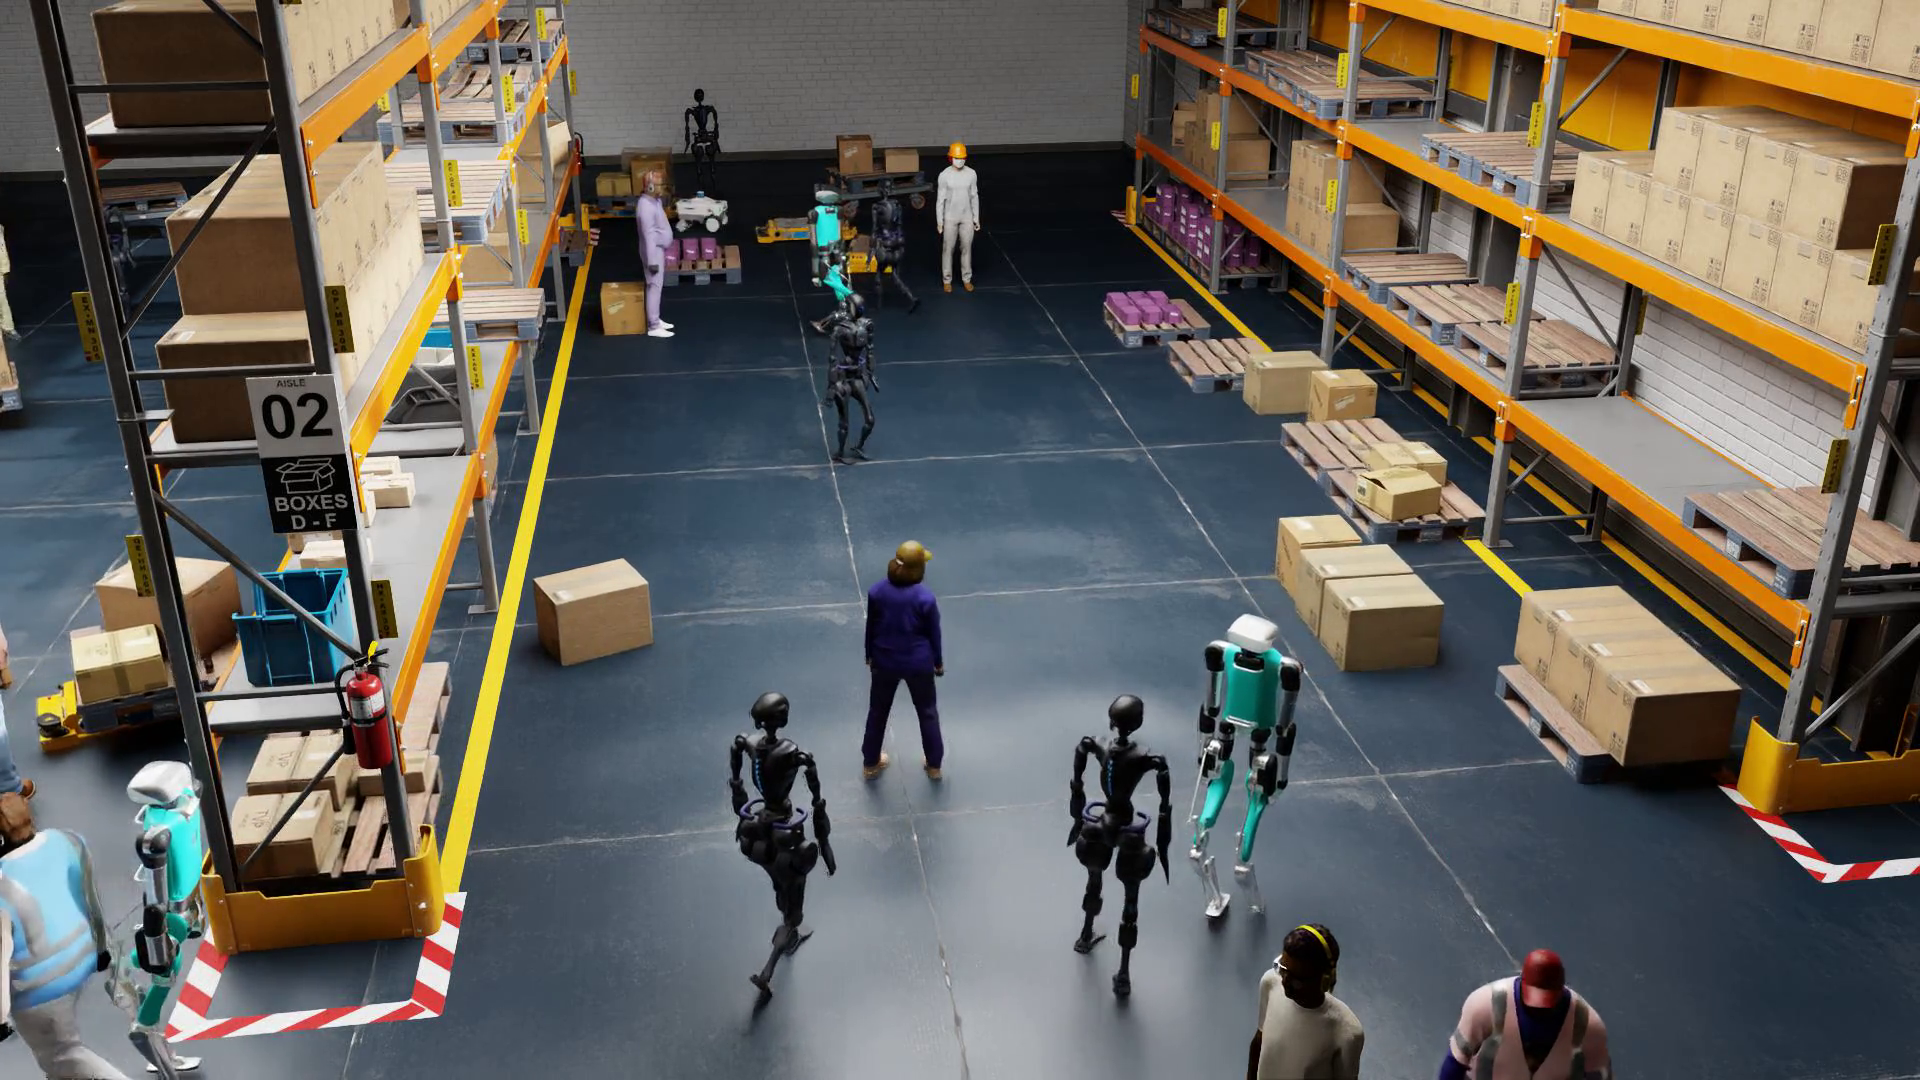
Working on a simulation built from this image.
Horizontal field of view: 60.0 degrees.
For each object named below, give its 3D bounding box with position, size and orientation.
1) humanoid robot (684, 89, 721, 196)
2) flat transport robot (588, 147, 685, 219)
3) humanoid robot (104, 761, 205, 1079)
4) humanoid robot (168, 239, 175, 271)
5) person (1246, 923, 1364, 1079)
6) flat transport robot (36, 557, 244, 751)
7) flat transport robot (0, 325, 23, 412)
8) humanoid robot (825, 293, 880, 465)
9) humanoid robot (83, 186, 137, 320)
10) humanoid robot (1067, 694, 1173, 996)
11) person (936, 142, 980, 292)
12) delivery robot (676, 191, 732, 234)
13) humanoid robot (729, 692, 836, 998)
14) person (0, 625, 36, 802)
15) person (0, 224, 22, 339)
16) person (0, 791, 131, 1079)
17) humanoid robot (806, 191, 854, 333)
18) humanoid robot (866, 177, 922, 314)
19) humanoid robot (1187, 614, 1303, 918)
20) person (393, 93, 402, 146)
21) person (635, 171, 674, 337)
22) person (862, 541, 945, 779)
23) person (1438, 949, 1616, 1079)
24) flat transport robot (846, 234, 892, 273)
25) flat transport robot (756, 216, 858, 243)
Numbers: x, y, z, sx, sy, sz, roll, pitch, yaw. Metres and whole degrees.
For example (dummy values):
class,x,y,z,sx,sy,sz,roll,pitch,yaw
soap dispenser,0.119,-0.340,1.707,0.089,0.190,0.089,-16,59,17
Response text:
class,x,y,z,sx,sy,sz,roll,pitch,yaw
humanoid robot,-4.043,-6.233,26.108,0.599,1.657,0.315,-12,26,-25
flat transport robot,-4.888,-4.994,25.055,1.431,0.231,0.659,-1,24,-2
humanoid robot,-3.796,1.877,7.705,0.754,1.881,0.540,-2,24,-4
humanoid robot,-8.166,-2.733,18.127,0.536,1.792,0.848,-5,24,-10
person,1.283,2.288,6.482,0.329,1.867,0.509,-19,30,-37
flat transport robot,-5.458,1.046,11.294,1.431,0.231,0.659,-12,27,-26
flat transport robot,-9.977,-1.244,16.513,0.659,0.231,1.431,-13,27,-27
humanoid robot,-1.014,-1.487,15.316,0.378,1.636,0.610,20,31,38
humanoid robot,-10.100,-3.416,19.717,0.605,1.646,0.438,-5,24,-11
humanoid robot,0.798,1.519,8.505,0.589,1.629,0.531,12,26,25
person,-0.027,-4.049,20.901,0.553,1.890,0.392,-7,25,-15
delivery robot,-3.745,-4.762,24.163,0.781,0.587,0.499,5,24,11
humanoid robot,-0.967,1.520,8.495,0.603,1.637,0.694,12,26,25
person,-5.957,0.732,9.883,0.603,1.987,0.395,-4,24,-8
person,-11.128,-3.137,19.037,0.603,1.707,0.464,4,24,8
person,-3.970,1.931,7.364,0.829,1.805,0.660,4,24,8
humanoid robot,-1.361,-3.047,18.801,1.033,1.732,0.560,18,30,35
humanoid robot,-0.810,-3.503,19.939,0.658,1.632,0.595,17,29,33
humanoid robot,1.435,1.315,8.860,0.532,1.809,0.692,13,27,27
person,-8.903,-6.263,26.276,0.750,1.601,0.496,-5,24,-11
person,-3.499,-3.295,19.165,0.401,1.900,0.633,-3,24,-6
person,-0.358,0.747,10.299,0.531,1.607,0.394,6,24,13
person,2.228,2.324,6.558,0.736,1.733,0.434,6,24,12
flat transport robot,-1.171,-3.880,22.518,0.659,0.231,1.431,1,24,2
flat transport robot,-2.189,-4.431,23.773,1.431,0.231,0.659,-3,24,-8
